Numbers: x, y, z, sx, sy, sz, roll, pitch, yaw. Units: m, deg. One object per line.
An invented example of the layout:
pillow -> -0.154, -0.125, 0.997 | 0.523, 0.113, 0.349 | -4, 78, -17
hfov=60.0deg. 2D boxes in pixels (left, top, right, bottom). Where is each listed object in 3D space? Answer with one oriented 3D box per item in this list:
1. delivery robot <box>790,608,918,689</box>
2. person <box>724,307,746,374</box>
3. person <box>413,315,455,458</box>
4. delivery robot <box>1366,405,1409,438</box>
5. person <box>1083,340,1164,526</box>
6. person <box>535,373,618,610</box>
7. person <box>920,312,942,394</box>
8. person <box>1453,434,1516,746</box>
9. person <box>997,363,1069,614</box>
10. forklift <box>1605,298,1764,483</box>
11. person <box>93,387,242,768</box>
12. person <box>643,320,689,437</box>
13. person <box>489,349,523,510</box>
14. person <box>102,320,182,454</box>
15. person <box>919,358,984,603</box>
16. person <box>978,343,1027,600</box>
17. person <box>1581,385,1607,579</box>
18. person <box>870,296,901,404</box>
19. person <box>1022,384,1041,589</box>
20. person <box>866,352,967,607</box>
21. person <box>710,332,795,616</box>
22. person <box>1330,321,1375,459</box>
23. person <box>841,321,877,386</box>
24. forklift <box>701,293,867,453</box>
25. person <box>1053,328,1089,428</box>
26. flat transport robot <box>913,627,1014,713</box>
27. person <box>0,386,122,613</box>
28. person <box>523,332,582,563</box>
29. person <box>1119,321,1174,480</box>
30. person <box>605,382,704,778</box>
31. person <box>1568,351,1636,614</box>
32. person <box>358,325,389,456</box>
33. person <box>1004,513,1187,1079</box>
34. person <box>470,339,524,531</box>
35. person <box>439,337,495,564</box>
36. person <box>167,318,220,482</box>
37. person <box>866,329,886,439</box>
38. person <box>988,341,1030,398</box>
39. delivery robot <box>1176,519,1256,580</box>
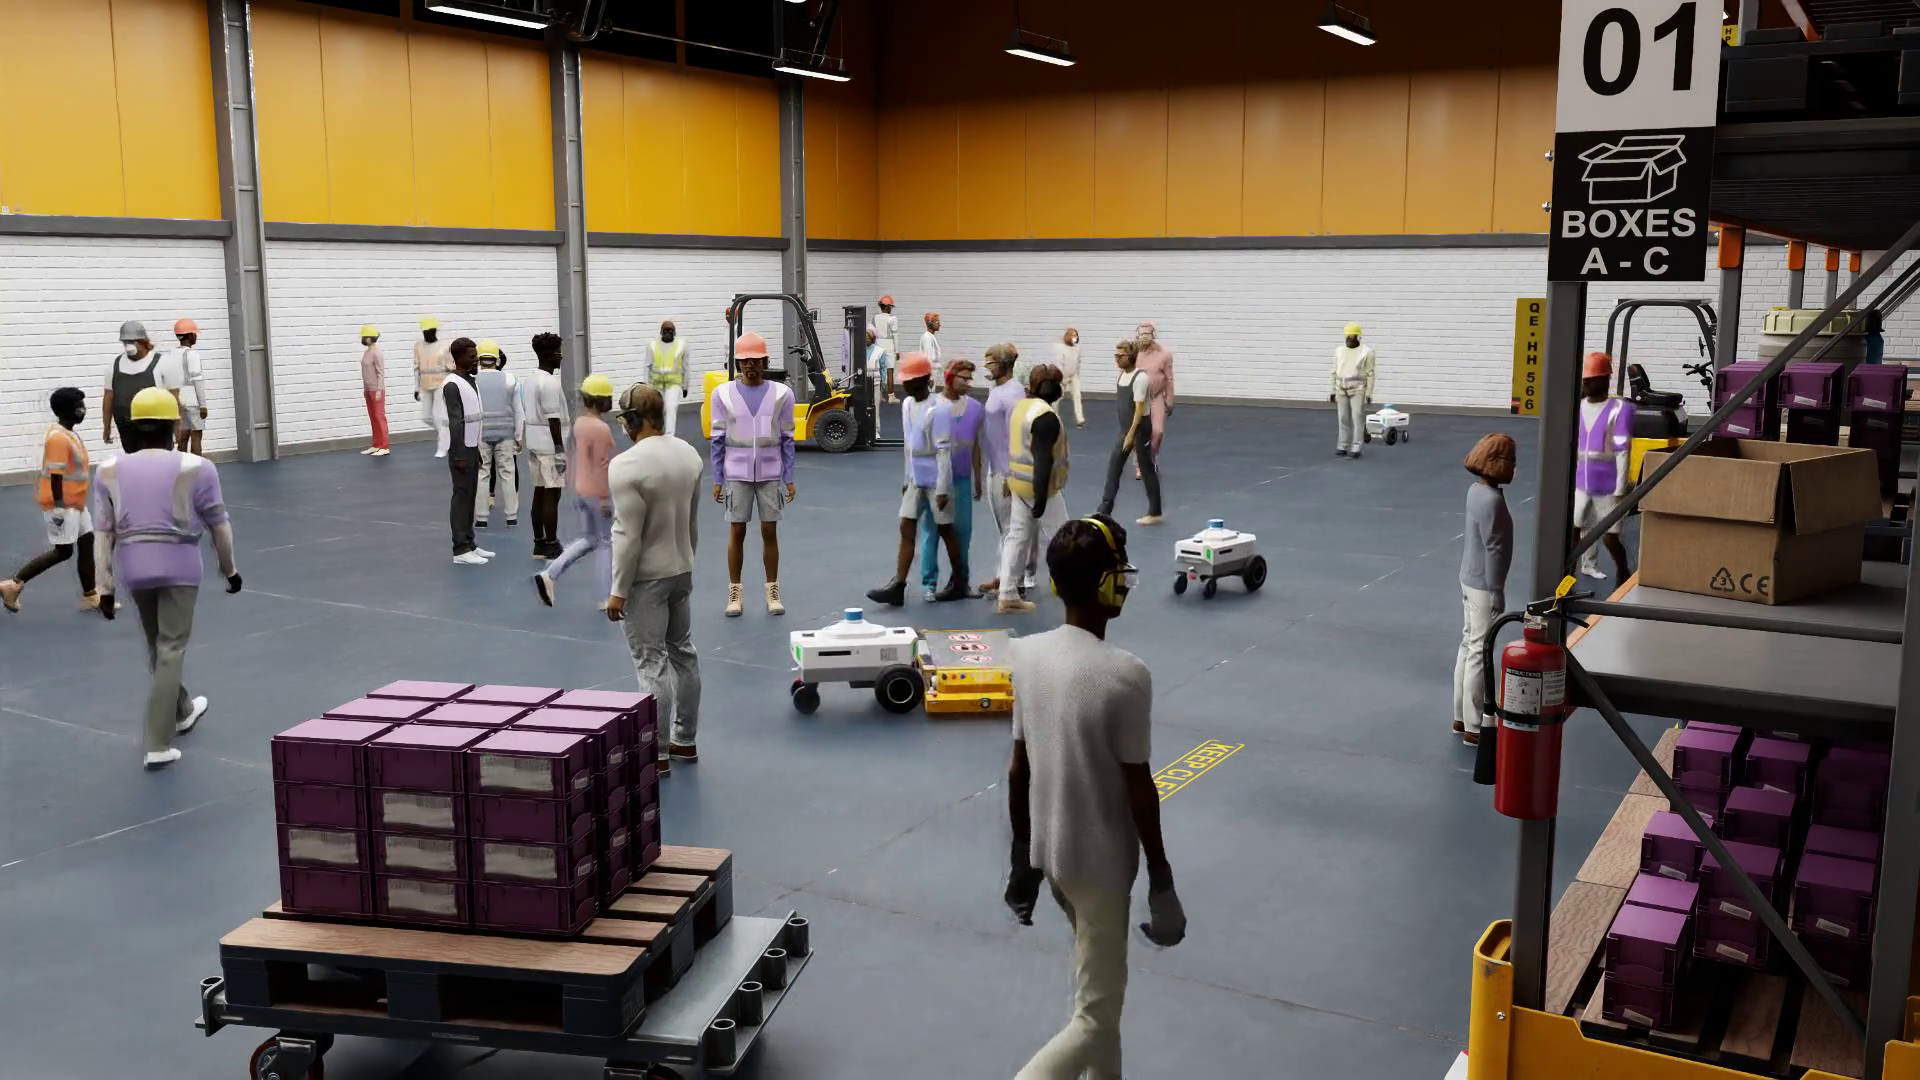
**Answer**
delivery robot -> -0.604, 0.630, 9.421 | 0.707, 0.478, 0.477 | -2, 9, -9
person -> -3.937, -3.123, 28.994 | 0.354, 1.887, 0.573 | -7, 12, -38
person -> -7.017, -2.062, 22.307 | 0.636, 1.905, 0.551 | 2, 9, 15
delivery robot -> 6.192, -1.719, 24.080 | 0.707, 0.478, 0.477 | -9, 13, -43
person -> 1.601, -1.016, 16.076 | 0.897, 1.806, 0.517 | -5, 10, -28
person -> -2.709, -0.328, 12.017 | 0.645, 1.750, 0.528 | -6, 11, -33
person -> -0.440, -2.415, 24.580 | 0.337, 1.882, 0.584 | 0, 9, -1
person -> 2.748, 0.259, 8.677 | 0.289, 1.632, 0.498 | 1, 9, 6
person -> 0.688, -0.363, 11.981 | 0.921, 1.803, 0.650 | -3, 10, -17
forklift -> 7.954, -1.589, 18.462 | 2.313, 2.155, 1.214 | 5, 11, 30
person -> -4.053, 0.163, 8.511 | 0.602, 1.876, 0.972 | 0, 9, -2
person -> -4.140, -2.216, 23.583 | 0.630, 1.811, 0.835 | 0, 9, 3
person -> -4.770, -1.143, 17.220 | 0.536, 1.696, 0.322 | 1, 9, 5
person -> -8.033, -1.149, 16.190 | 0.694, 2.000, 0.928 | 0, 9, 2
person -> -0.116, -0.447, 12.499 | 0.677, 1.833, 0.437 | -6, 11, -32
person -> 0.339, -0.516, 12.564 | 0.354, 1.936, 0.636 | -1, 9, -9
person -> 5.024, -0.494, 13.349 | 0.523, 1.639, 0.306 | -2, 9, -14
person -> -1.396, -3.587, 31.431 | 0.605, 2.035, 0.392 | 5, 10, 29
person -> 0.506, -0.381, 12.734 | 0.528, 1.603, 0.777 | 0, 9, 1
person -> -0.289, -0.438, 12.247 | 0.927, 1.877, 0.571 | -7, 11, -37
person -> -1.478, -0.467, 11.927 | 0.611, 2.043, 0.375 | -2, 9, -11
person -> 5.193, -1.989, 22.089 | 0.599, 1.830, 0.403 | 9, 13, 44
person -> -1.731, -2.997, 28.160 | 0.640, 1.904, 0.409 | 4, 10, 21
forklift -> -2.458, -2.344, 23.176 | 2.313, 2.155, 1.214 | 0, 9, -2
person -> 1.730, -2.588, 26.597 | 0.501, 1.590, 0.870 | -4, 10, -26
flat transport robot -> 0.074, 0.747, 9.864 | 0.652, 0.197, 1.431 | -1, 9, -5
person -> -6.470, -0.268, 11.858 | 0.691, 1.666, 0.559 | -3, 10, -17
person -> -3.499, -0.786, 14.156 | 0.366, 1.967, 0.602 | -6, 11, -33
person -> 2.199, -1.647, 19.773 | 0.668, 1.888, 0.439 | 1, 9, 7
person -> -1.501, 0.196, 8.137 | 0.372, 1.934, 0.627 | 4, 10, 26
person -> 4.584, -0.408, 11.980 | 0.860, 1.911, 0.567 | -8, 12, -42
person -> -7.933, -2.019, 22.469 | 0.307, 1.772, 0.523 | -8, 12, -40
person -> 0.285, 0.855, 4.307 | 0.841, 1.846, 0.518 | -6, 11, -32
person -> -4.489, -1.004, 15.934 | 0.600, 1.831, 0.404 | -4, 10, -23
person -> -4.214, -0.760, 14.145 | 0.391, 1.919, 0.591 | -1, 9, -4
person -> -8.970, -1.614, 19.405 | 0.545, 1.942, 0.354 | 6, 11, 32
person -> -1.352, -2.311, 24.707 | 0.514, 1.636, 0.315 | 0, 9, -1
person -> 0.613, -1.680, 20.838 | 0.524, 1.601, 0.623 | -1, 9, -4
delivery robot -> 1.974, 0.084, 12.827 | 0.477, 0.478, 0.707 | 8, 12, 41
